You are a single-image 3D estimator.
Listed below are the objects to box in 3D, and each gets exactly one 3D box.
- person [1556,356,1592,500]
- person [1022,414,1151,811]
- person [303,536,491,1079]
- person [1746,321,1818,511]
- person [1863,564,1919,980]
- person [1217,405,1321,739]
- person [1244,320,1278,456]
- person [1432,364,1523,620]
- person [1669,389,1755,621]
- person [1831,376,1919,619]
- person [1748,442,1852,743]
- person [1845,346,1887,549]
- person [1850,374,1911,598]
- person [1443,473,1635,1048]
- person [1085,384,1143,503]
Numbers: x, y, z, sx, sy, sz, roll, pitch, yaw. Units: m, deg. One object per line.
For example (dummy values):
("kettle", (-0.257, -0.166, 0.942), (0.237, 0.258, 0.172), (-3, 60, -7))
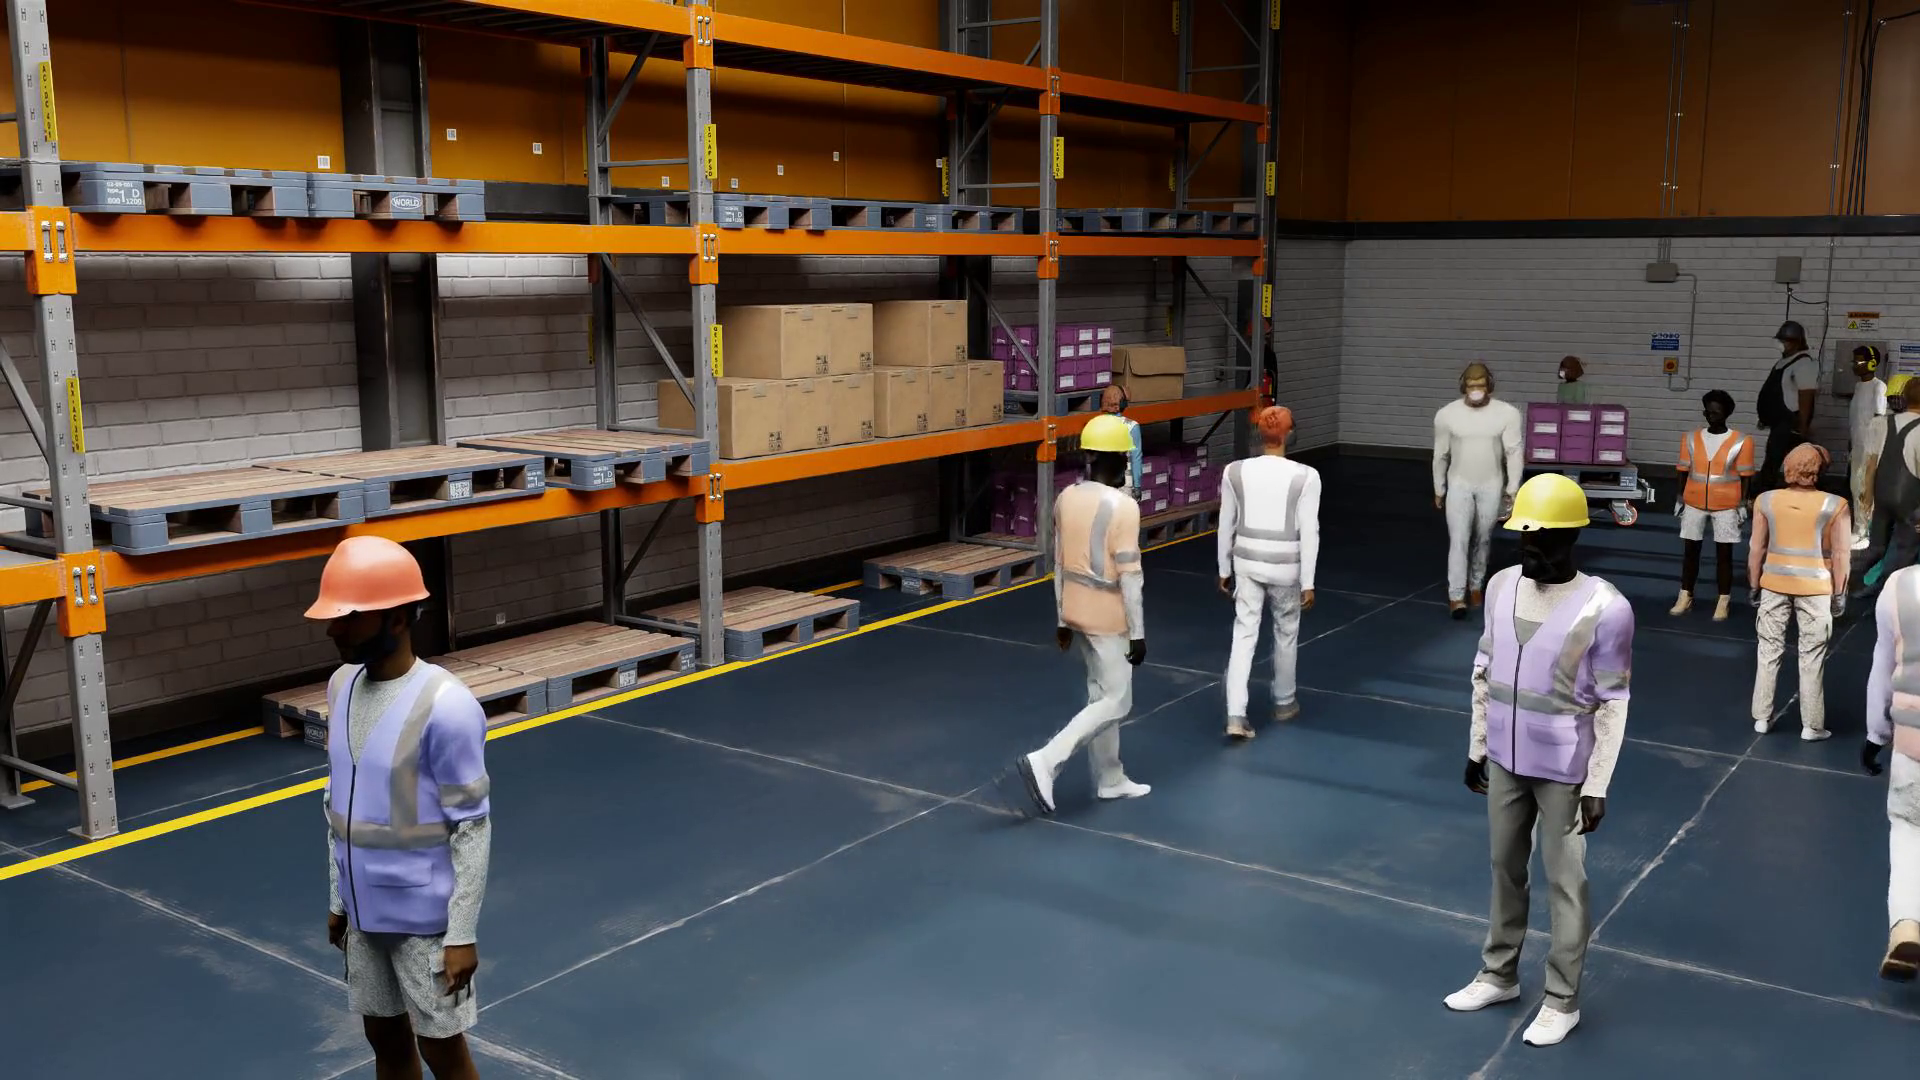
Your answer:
("person", (6.632, -1.188, 17.995), (0.704, 1.611, 0.506), (-1, 10, -6))
("person", (0.620, 0.358, 7.896), (0.709, 1.911, 0.597), (-5, 11, -27))
("person", (-1.468, 0.944, 4.320), (0.552, 1.936, 0.360), (6, 11, 33))
("person", (8.642, -1.320, 17.498), (1.022, 2.000, 0.682), (2, 10, 13))
("person", (3.549, 0.739, 5.875), (0.648, 1.826, 0.520), (7, 12, 37))
("person", (1.699, 0.171, 9.242), (0.587, 1.840, 0.963), (4, 11, 25))
("person", (3.356, -1.483, 18.631), (0.387, 1.988, 0.608), (3, 10, 17))
("person", (3.811, -0.363, 12.307), (0.632, 1.870, 1.078), (2, 10, 12))
("person", (5.503, -0.255, 12.178), (0.540, 1.695, 0.317), (8, 12, 39))
("person", (6.610, -0.251, 11.821), (0.677, 1.813, 0.550), (-4, 10, -24))
("person", (4.584, 0.287, 9.114), (0.513, 1.642, 0.313), (9, 13, 42))
("person", (8.251, -0.841, 15.198), (0.323, 1.862, 0.511), (1, 10, 5))
("person", (7.161, -0.384, 12.746), (0.324, 1.767, 0.533), (-7, 12, -34))
("person", (1.957, 0.731, 5.624), (0.363, 1.928, 0.587), (-6, 11, -33))
("person", (1.235, -0.431, 13.398), (0.518, 1.639, 0.312), (7, 12, 38))
